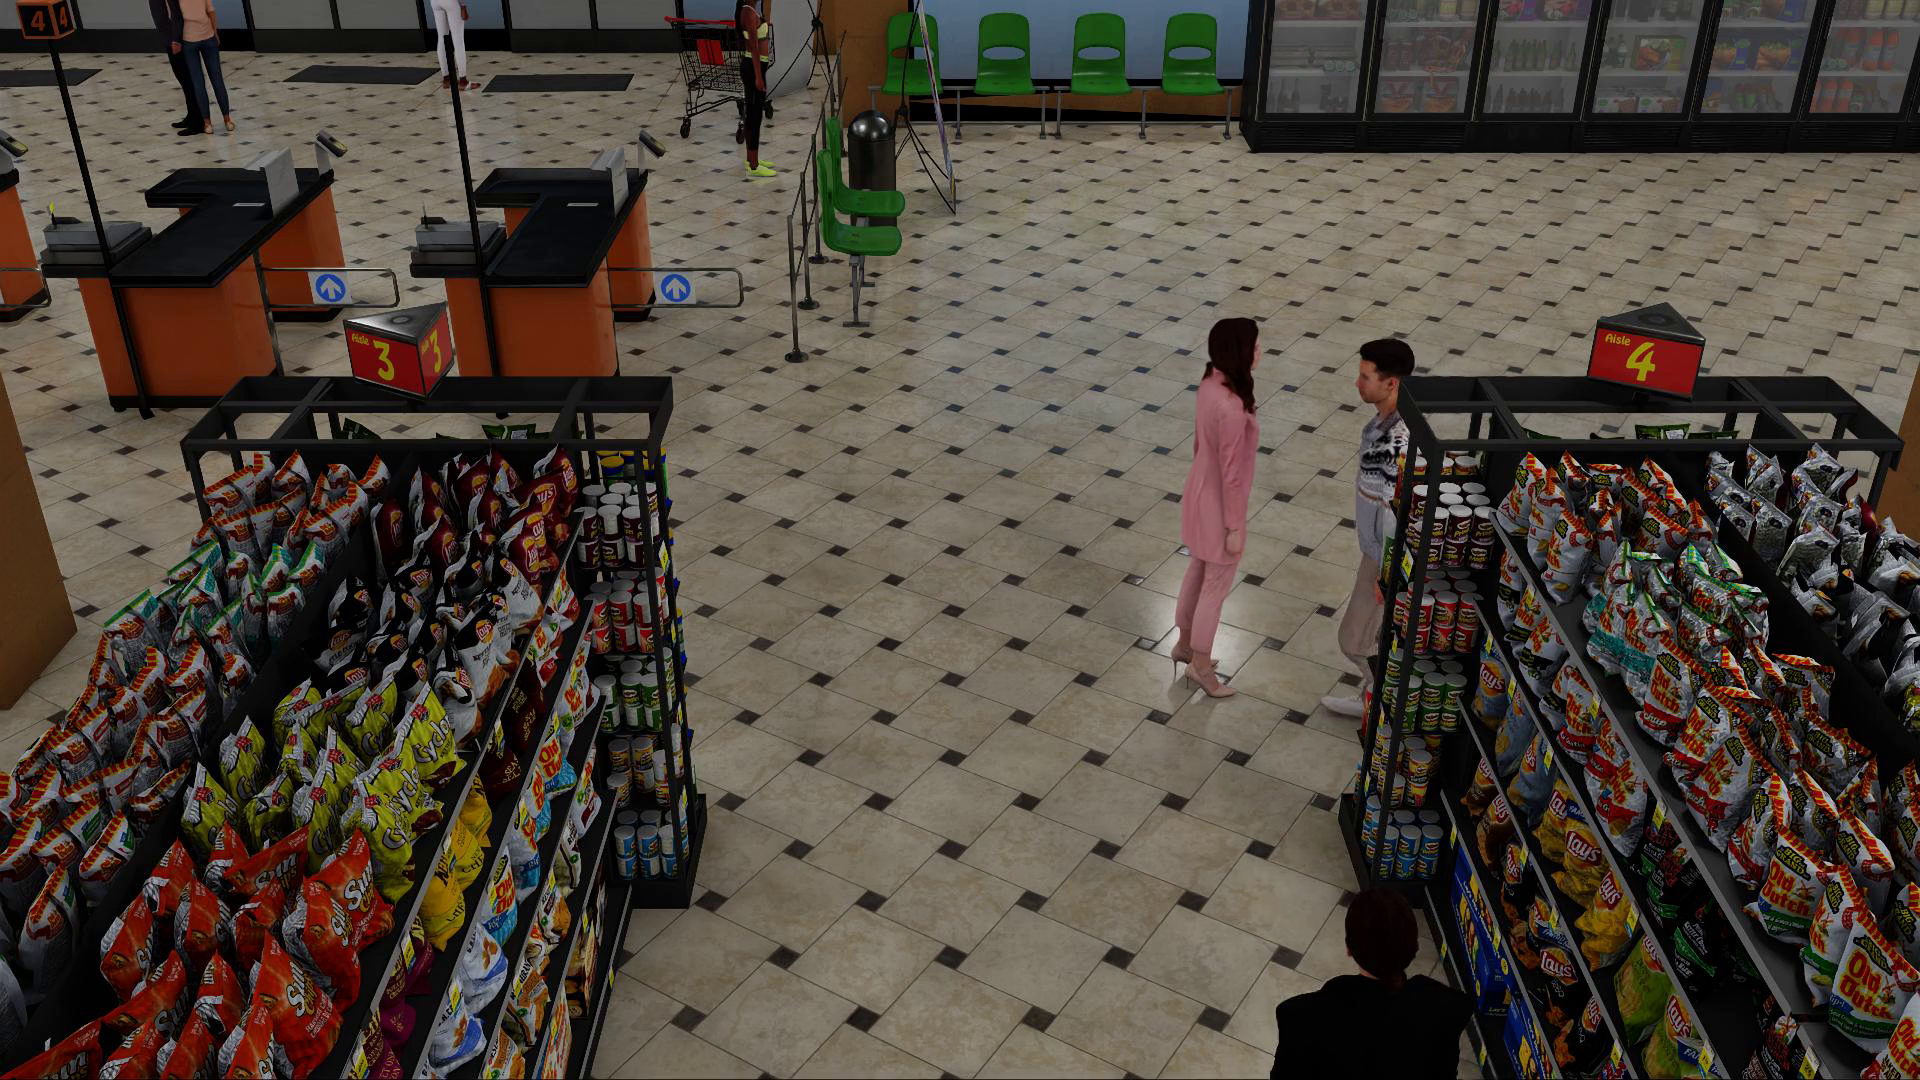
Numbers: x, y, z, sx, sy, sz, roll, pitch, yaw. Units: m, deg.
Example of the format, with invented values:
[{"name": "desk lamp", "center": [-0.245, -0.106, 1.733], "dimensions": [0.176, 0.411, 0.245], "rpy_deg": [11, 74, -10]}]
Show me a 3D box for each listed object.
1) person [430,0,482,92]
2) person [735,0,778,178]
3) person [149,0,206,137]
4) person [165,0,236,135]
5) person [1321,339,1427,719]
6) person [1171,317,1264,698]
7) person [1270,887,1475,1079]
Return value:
[{"name": "person", "center": [-5.435, -5.665, 17.625], "dimensions": [0.673, 1.724, 0.667], "rpy_deg": [15, 32, 25]}, {"name": "person", "center": [-1.843, -4.142, 14.804], "dimensions": [0.664, 1.754, 0.499], "rpy_deg": [-5, 29, -10]}, {"name": "person", "center": [-7.590, -4.878, 16.061], "dimensions": [0.861, 1.842, 0.737], "rpy_deg": [-16, 32, -26]}, {"name": "person", "center": [-7.360, -4.840, 16.042], "dimensions": [0.673, 1.792, 0.699], "rpy_deg": [-18, 34, -30]}, {"name": "person", "center": [1.909, 0.050, 7.046], "dimensions": [0.912, 1.831, 0.815], "rpy_deg": [10, 30, 18]}, {"name": "person", "center": [1.139, -0.138, 7.420], "dimensions": [0.696, 1.801, 0.497], "rpy_deg": [-4, 29, -7]}, {"name": "person", "center": [1.045, 1.656, 4.238], "dimensions": [0.645, 1.701, 0.883], "rpy_deg": [1, 29, 1]}]
